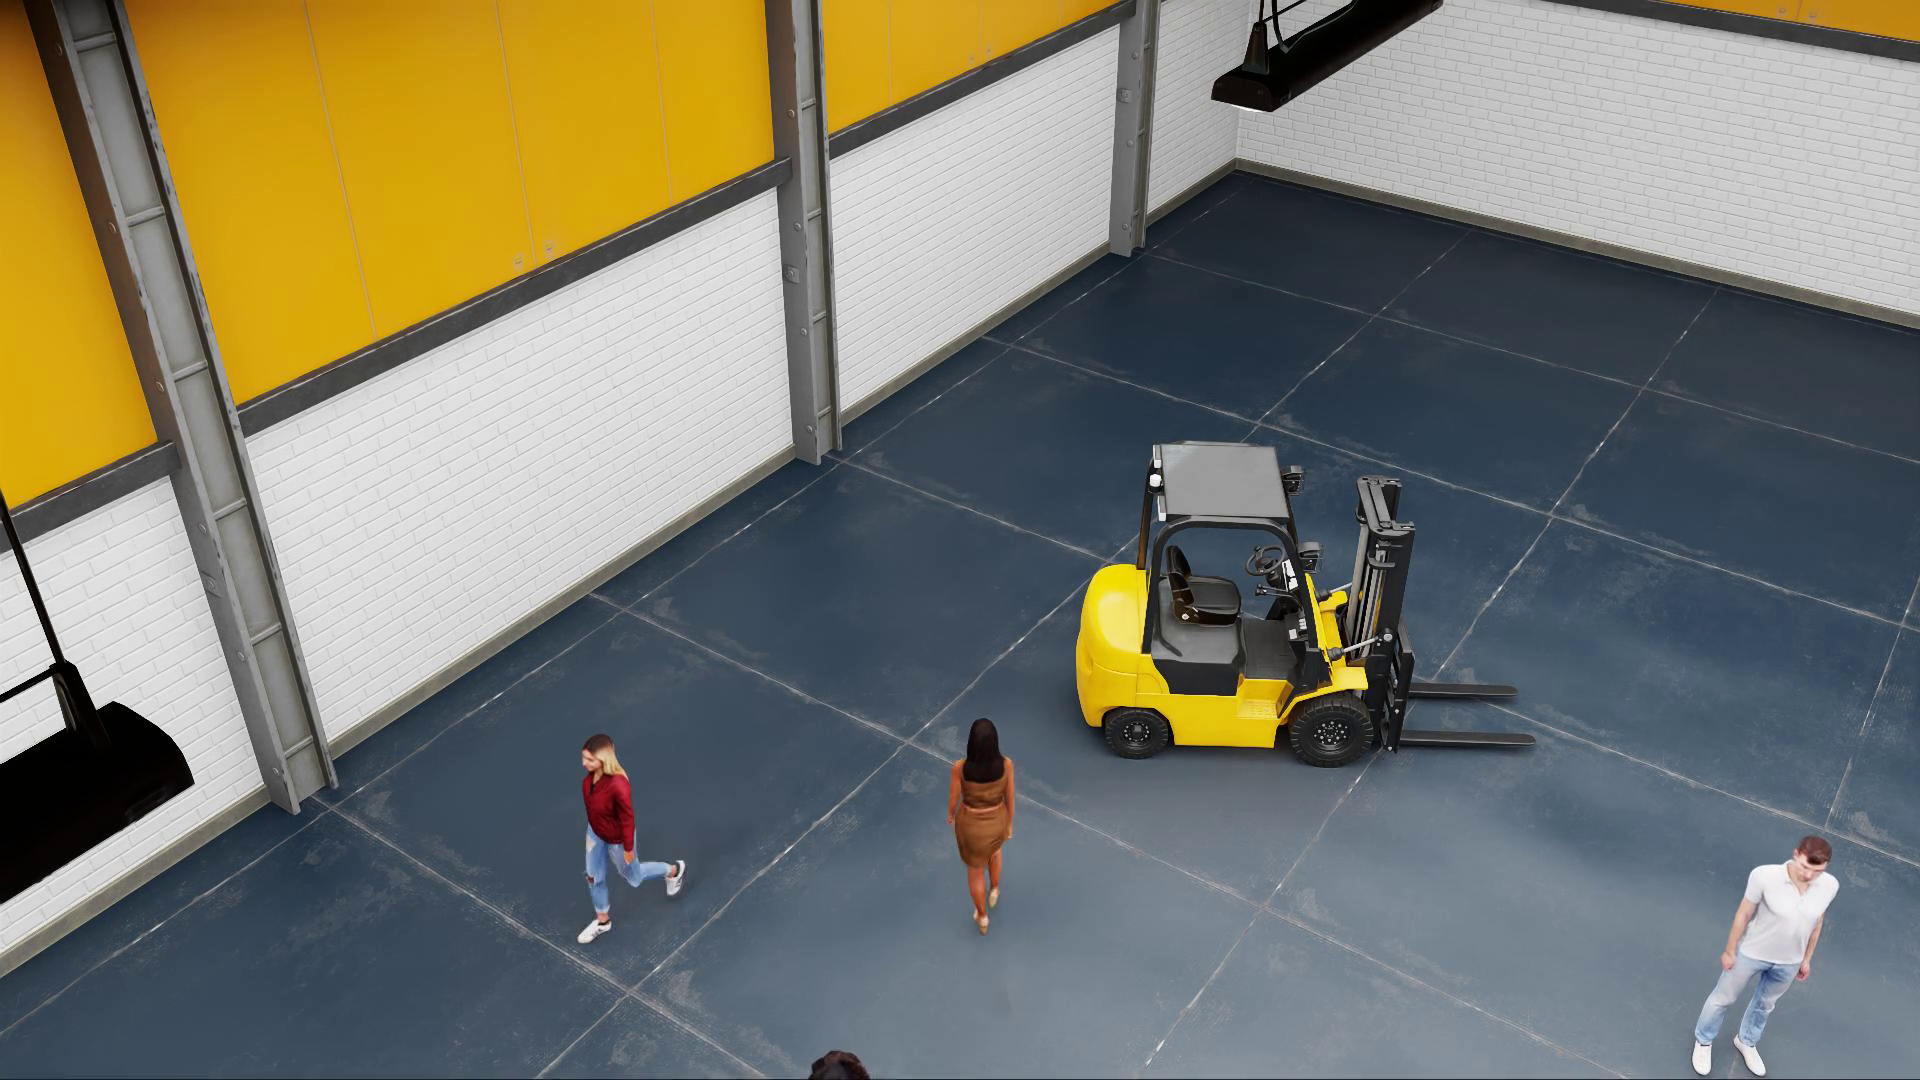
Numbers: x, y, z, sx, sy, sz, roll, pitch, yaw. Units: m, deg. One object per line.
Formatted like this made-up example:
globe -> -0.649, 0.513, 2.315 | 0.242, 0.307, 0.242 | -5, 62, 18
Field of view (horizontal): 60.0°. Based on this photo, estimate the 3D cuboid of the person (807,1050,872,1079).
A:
person -> -0.616, 3.231, 8.746 | 0.832, 1.605, 0.997 | 7, 34, 10

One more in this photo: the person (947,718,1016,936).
person -> 0.154, 1.896, 10.690 | 0.712, 1.675, 0.772 | -8, 34, -12

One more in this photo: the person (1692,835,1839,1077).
person -> 4.742, 2.406, 9.760 | 0.730, 1.855, 0.725 | 3, 34, 4

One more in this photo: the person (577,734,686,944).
person -> -2.189, 1.873, 10.789 | 0.718, 1.605, 1.087 | 29, 43, 36
